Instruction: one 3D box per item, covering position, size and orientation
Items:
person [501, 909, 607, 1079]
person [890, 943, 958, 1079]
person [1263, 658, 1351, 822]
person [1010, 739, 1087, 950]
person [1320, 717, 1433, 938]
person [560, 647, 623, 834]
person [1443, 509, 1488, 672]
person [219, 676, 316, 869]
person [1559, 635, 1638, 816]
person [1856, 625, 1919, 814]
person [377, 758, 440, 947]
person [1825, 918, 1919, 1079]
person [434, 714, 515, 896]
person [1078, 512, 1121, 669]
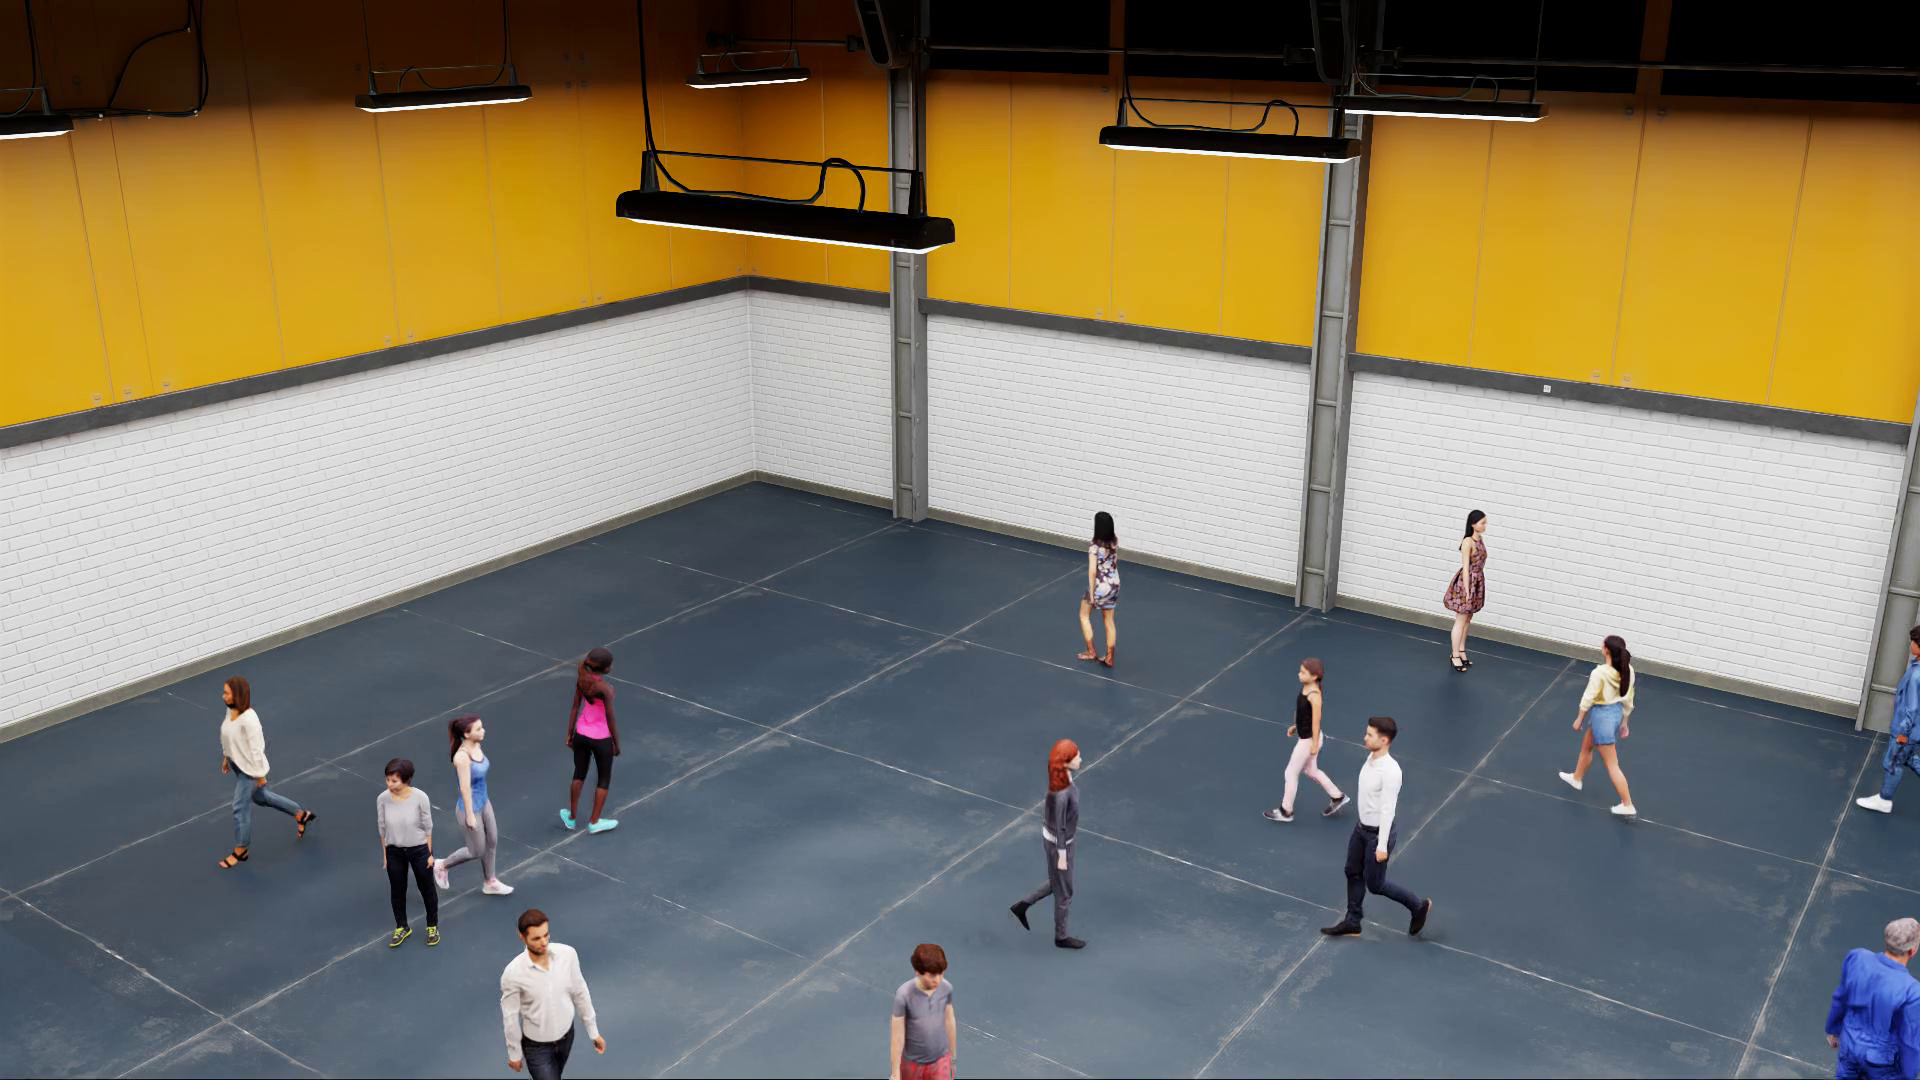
[{"bbox_3d":[-2.569,3.052,10.192,1.225,1.828,0.769,16,25,40],"label":"person"},{"bbox_3d":[-0.256,3.162,10.161,0.871,1.639,1.012,-8,20,-23],"label":"person"},{"bbox_3d":[3.110,1.743,14.529,1.042,1.540,0.837,2,19,5],"label":"person"},{"bbox_3d":[0.688,2.294,12.546,0.944,1.762,0.840,0,19,-1],"label":"person"},{"bbox_3d":[3.241,2.222,12.637,1.142,1.840,1.045,-2,19,-5],"label":"person"},{"bbox_3d":[-3.220,1.729,14.331,0.559,1.693,0.847,6,20,18],"label":"person"},{"bbox_3d":[5.439,0.526,17.772,0.649,1.777,0.649,13,23,34],"label":"person"},{"bbox_3d":[-5.860,1.892,13.918,0.881,1.648,1.066,-14,23,-35],"label":"person"},{"bbox_3d":[5.756,1.667,14.686,0.975,1.584,1.242,-10,21,-27],"label":"person"},{"bbox_3d":[8.389,1.612,14.524,0.971,1.792,0.737,15,24,38],"label":"person"},{"bbox_3d":[-4.203,2.358,12.688,0.589,1.550,0.676,-1,19,-2],"label":"person"},{"bbox_3d":[5.437,3.110,10.036,1.013,1.817,0.964,-8,20,-23],"label":"person"},{"bbox_3d":[-3.943,2.141,13.261,0.955,1.595,0.799,2,19,6],"label":"person"},{"bbox_3d":[1.587,0.550,17.786,0.712,1.722,0.744,-12,22,-32],"label":"person"}]
